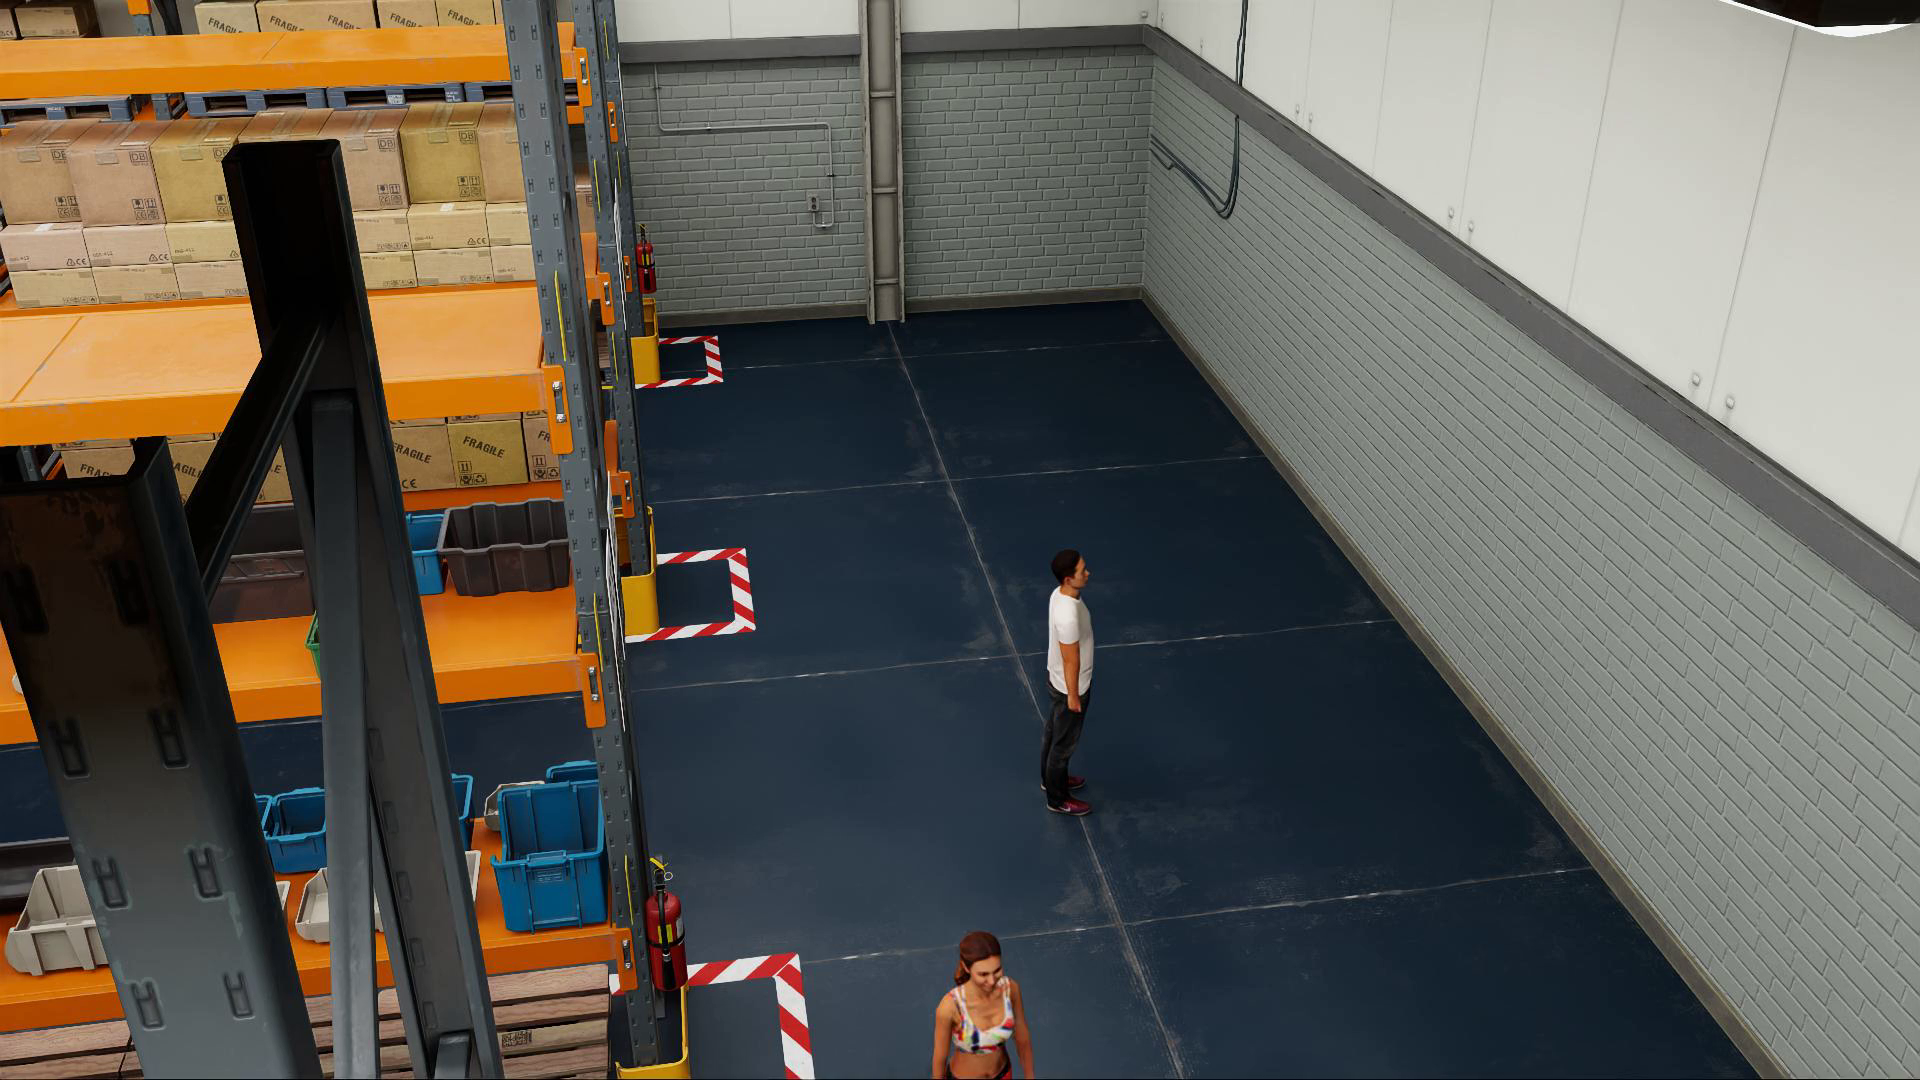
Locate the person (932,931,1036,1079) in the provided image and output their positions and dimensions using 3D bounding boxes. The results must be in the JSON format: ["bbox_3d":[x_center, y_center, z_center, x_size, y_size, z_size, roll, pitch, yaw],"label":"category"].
[{"bbox_3d":[0.049,2.421,7.495,1.151,1.742,0.913,-14,31,-25],"label":"person"}]

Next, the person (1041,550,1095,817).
[{"bbox_3d":[0.657,0.865,10.351,0.578,1.804,0.674,-1,28,-2],"label":"person"}]
